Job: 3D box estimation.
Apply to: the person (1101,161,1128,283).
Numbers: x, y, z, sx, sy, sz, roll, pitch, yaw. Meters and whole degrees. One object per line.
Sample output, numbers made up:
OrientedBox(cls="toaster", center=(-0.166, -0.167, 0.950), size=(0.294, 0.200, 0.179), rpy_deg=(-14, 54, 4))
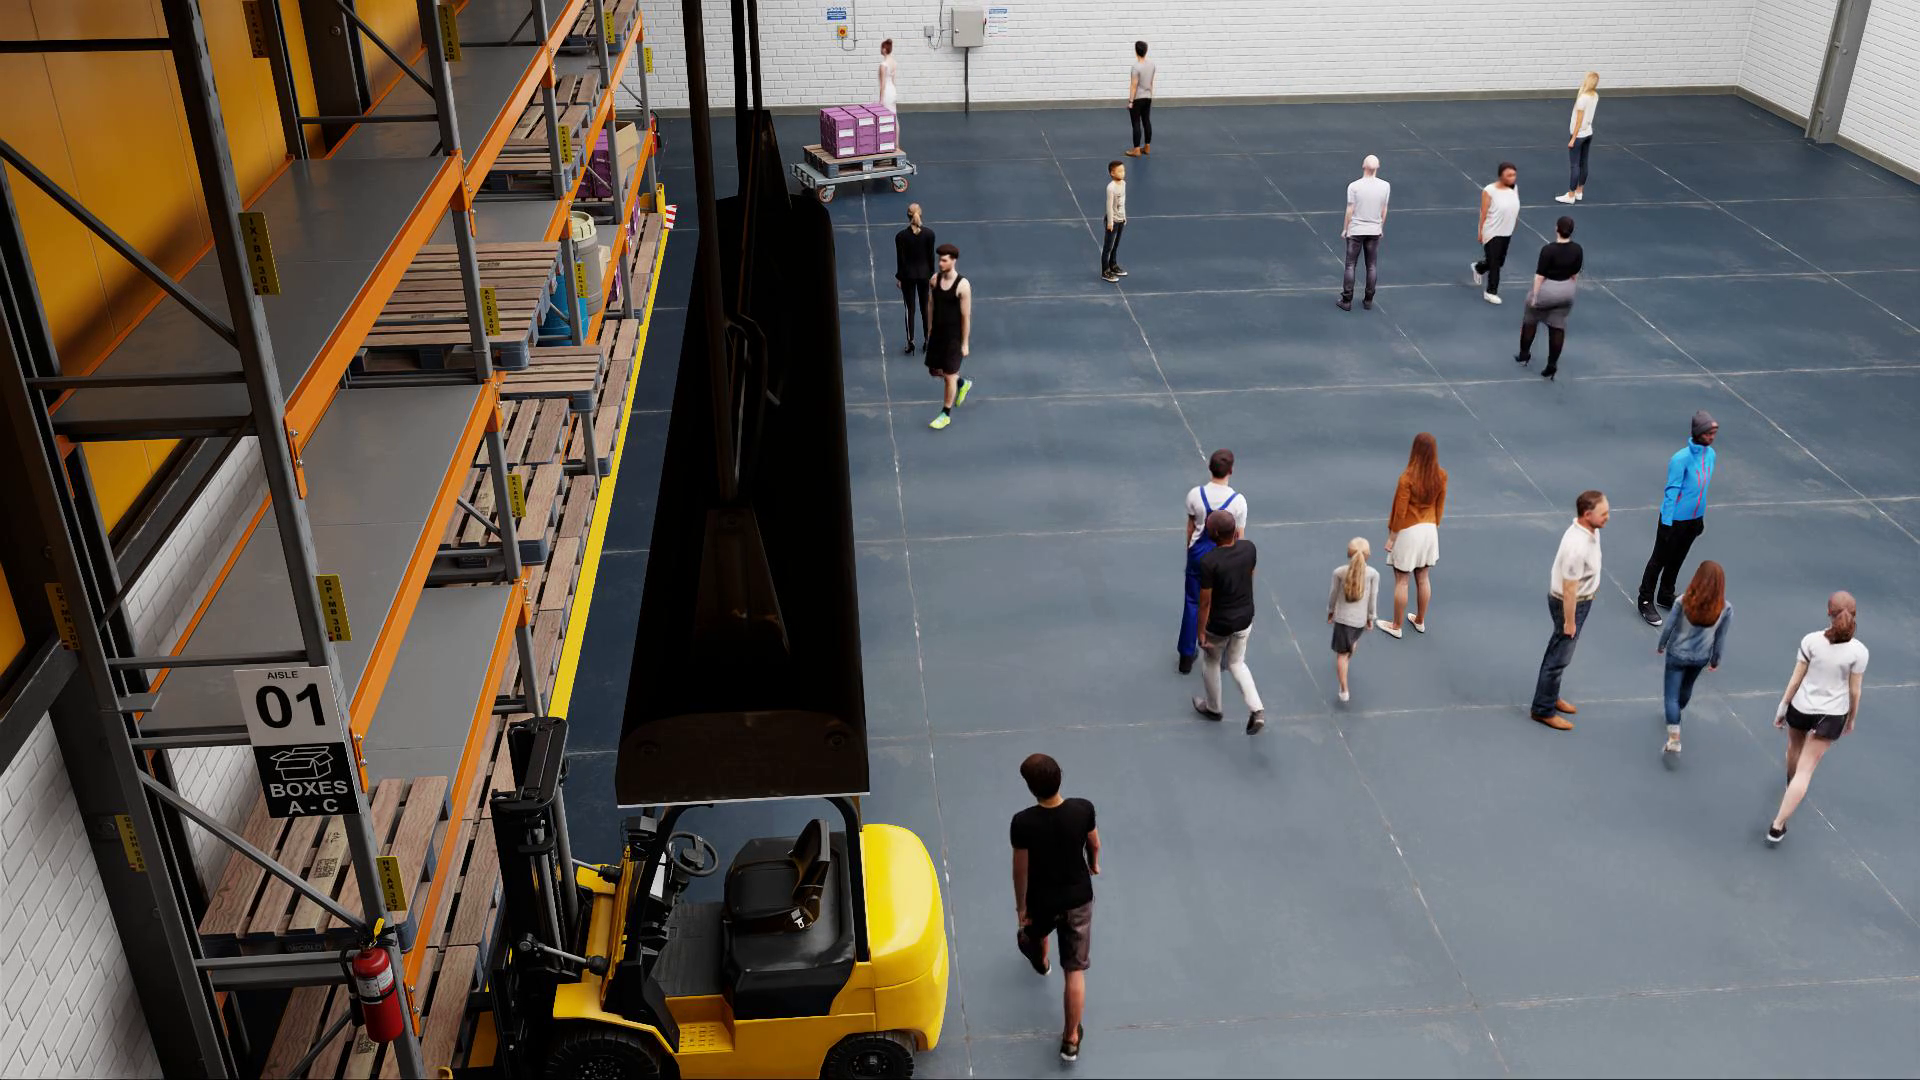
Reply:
OrientedBox(cls="person", center=(1.904, -3.946, 20.477), size=(0.697, 1.464, 0.610), rpy_deg=(16, 33, 27))

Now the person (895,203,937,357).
OrientedBox(cls="person", center=(-0.481, -2.852, 18.218), size=(0.646, 1.707, 0.595), rpy_deg=(-7, 29, -13))

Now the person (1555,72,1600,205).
OrientedBox(cls="person", center=(8.662, -5.603, 23.154), size=(0.673, 1.809, 0.699), rpy_deg=(-23, 36, -36))

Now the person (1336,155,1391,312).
OrientedBox(cls="person", center=(4.719, -3.593, 19.445), size=(0.648, 1.832, 0.575), rpy_deg=(-3, 29, -6))

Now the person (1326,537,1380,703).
OrientedBox(cls="person", center=(2.909, 0.606, 12.361), size=(0.586, 1.244, 0.928), rpy_deg=(2, 29, 3))

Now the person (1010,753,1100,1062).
OrientedBox(cls="person", center=(0.555, 2.043, 9.150), size=(0.725, 1.797, 1.196), rpy_deg=(-3, 29, -5))

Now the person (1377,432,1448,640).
OrientedBox(cls="person", center=(3.569, -0.034, 13.038), size=(0.686, 1.719, 0.656), rpy_deg=(-10, 30, -18))

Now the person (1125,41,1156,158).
OrientedBox(cls="person", center=(2.755, -6.714, 25.287), size=(0.683, 1.717, 0.689), rpy_deg=(-18, 33, -30))

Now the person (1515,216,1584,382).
OrientedBox(cls="person", center=(6.305, -2.520, 17.581), size=(0.693, 1.734, 0.844), rpy_deg=(-4, 29, -7))

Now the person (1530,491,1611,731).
OrientedBox(cls="person", center=(4.376, 0.449, 12.012), size=(0.834, 1.854, 0.754), rpy_deg=(17, 33, 28))

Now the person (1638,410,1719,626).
OrientedBox(cls="person", center=(5.740, -0.200, 13.261), size=(0.691, 1.797, 0.677), rpy_deg=(-15, 32, -25))

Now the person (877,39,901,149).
OrientedBox(cls="person", center=(-1.076, -6.661, 25.111), size=(0.713, 1.793, 0.600), rpy_deg=(13, 31, 23))

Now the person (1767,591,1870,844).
OrientedBox(cls="person", center=(5.534, 1.198, 10.800), size=(1.042, 1.701, 1.195), rpy_deg=(16, 33, 27))

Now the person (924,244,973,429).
OrientedBox(cls="person", center=(-0.075, -2.061, 16.586), size=(0.995, 1.880, 1.063), rpy_deg=(20, 35, 32))

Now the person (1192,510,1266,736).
OrientedBox(cls="person", center=(1.934, 0.633, 11.756), size=(0.924, 1.777, 1.097), rpy_deg=(-12, 31, -21))

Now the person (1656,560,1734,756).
OrientedBox(cls="person", center=(5.128, 0.848, 11.696), size=(0.696, 1.456, 0.997), rpy_deg=(4, 29, 7))

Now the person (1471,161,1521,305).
OrientedBox(cls="person", center=(6.373, -3.693, 19.798), size=(0.854, 1.670, 1.001), rpy_deg=(-14, 31, -23))

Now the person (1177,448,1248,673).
OrientedBox(cls="person", center=(1.889, 0.171, 12.528), size=(0.695, 1.848, 0.695), rpy_deg=(9, 30, 17))
